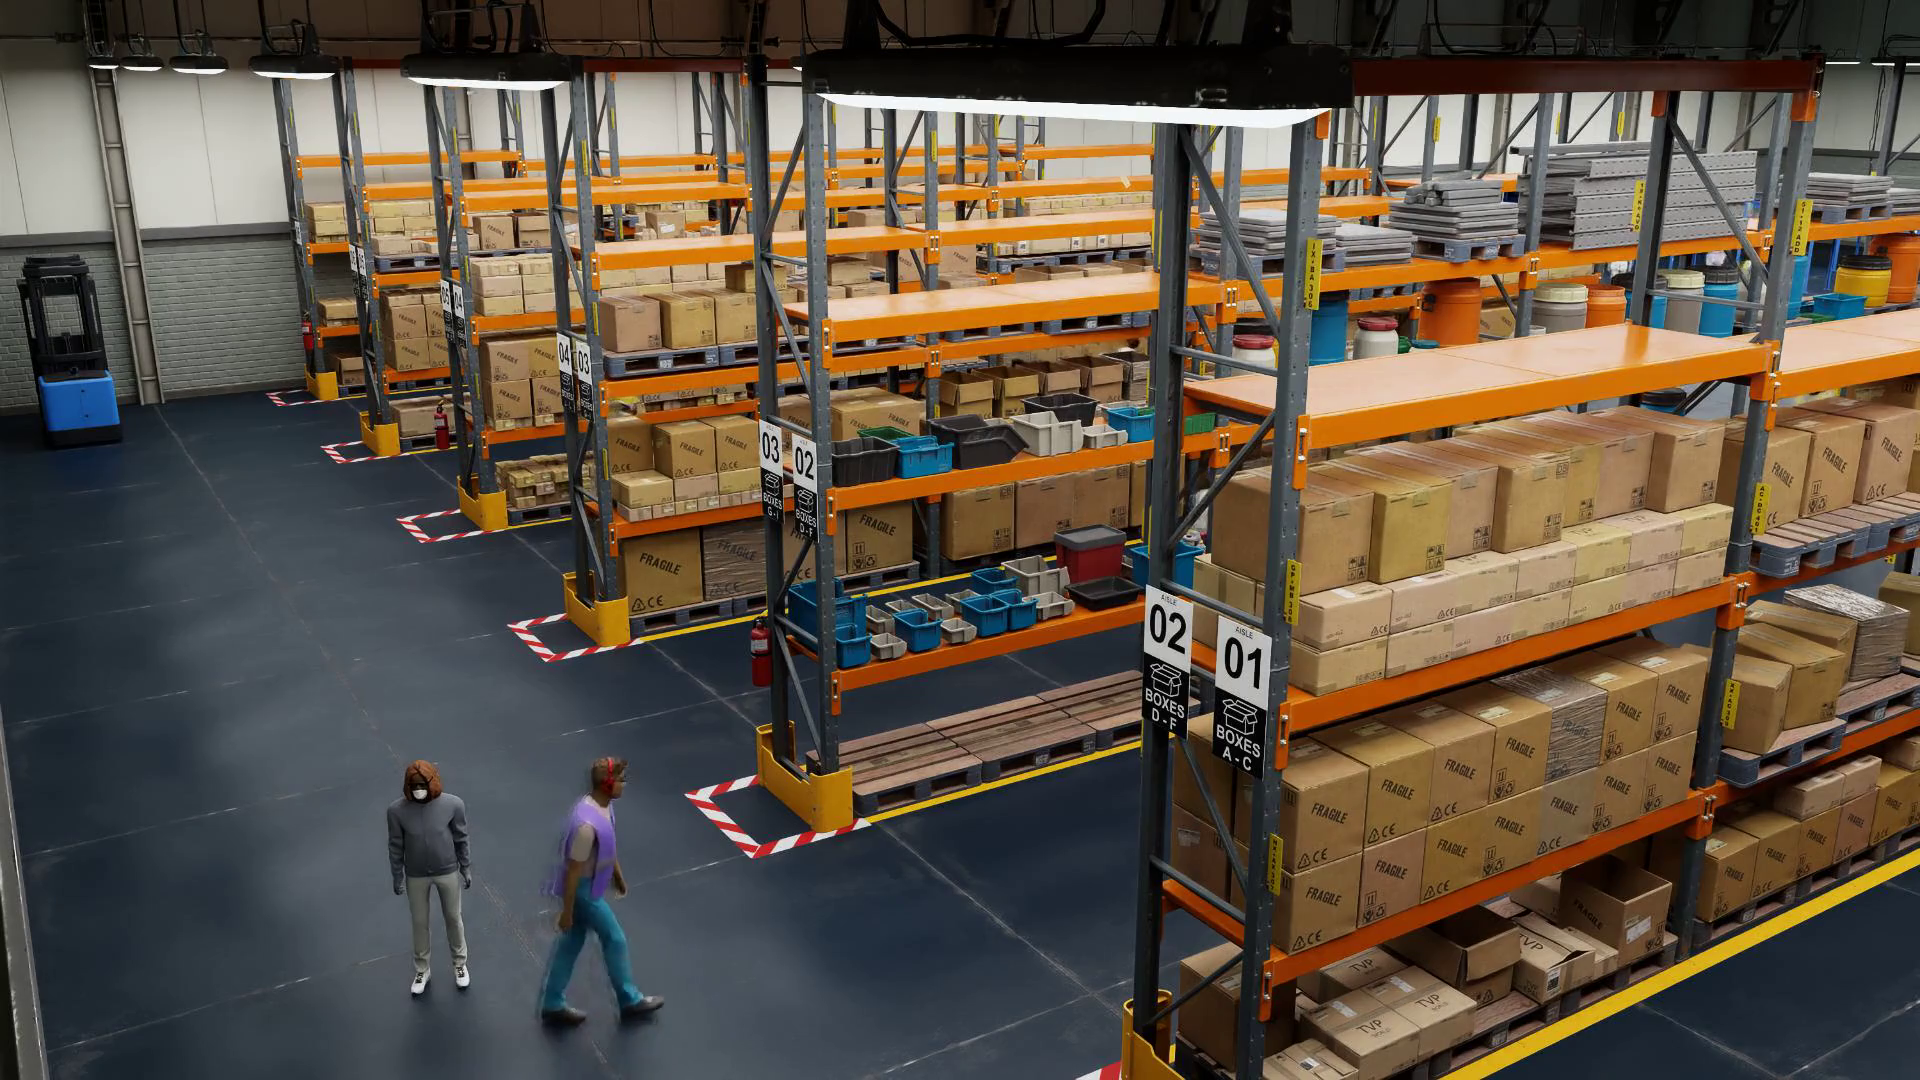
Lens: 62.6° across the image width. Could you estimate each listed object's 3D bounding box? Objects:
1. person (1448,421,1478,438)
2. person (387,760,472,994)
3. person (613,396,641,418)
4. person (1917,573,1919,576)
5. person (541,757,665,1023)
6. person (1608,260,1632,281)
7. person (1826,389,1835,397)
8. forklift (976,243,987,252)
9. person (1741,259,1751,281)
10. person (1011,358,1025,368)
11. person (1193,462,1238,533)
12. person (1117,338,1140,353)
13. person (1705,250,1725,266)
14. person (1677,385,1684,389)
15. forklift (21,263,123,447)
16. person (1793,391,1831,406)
[{"bbox_3d":[7.070,-1.511,22.221,0.329,1.864,0.529,-9,19,-28],"label":"person"},{"bbox_3d":[-3.485,2.205,10.413,0.507,1.632,0.272,-4,17,-13],"label":"person"},{"bbox_3d":[-4.447,-1.114,21.022,0.854,1.802,0.602,-13,21,-36],"label":"person"},{"bbox_3d":[11.685,-0.454,18.724,1.017,1.886,0.559,-12,20,-33],"label":"person"},{"bbox_3d":[-2.310,2.239,10.054,0.895,1.774,0.573,-3,17,-11],"label":"person"},{"bbox_3d":[16.555,-6.856,39.644,0.550,1.919,0.644,4,17,13],"label":"person"},{"bbox_3d":[13.354,-2.054,23.913,0.557,1.907,0.652,6,18,18],"label":"person"},{"bbox_3d":[0.988,-5.474,34.718,1.214,2.155,2.313,-10,20,-31],"label":"forklift"},{"bbox_3d":[18.146,-5.735,36.120,0.536,1.825,0.657,1,17,2],"label":"person"},{"bbox_3d":[0.896,-1.902,23.822,0.427,1.712,0.558,-1,17,-3],"label":"person"},{"bbox_3d":[2.671,0.111,16.781,0.599,1.926,0.629,-11,20,-32],"label":"person"},{"bbox_3d":[2.639,-2.424,25.204,0.669,1.866,0.592,-11,20,-32],"label":"person"},{"bbox_3d":[19.632,-7.273,41.082,1.014,1.880,0.559,-13,21,-37],"label":"person"},{"bbox_3d":[12.099,-2.960,26.739,0.622,1.992,0.395,16,23,42],"label":"person"},{"bbox_3d":[-14.518,-3.079,25.708,1.129,2.768,1.873,-10,20,-31],"label":"forklift"},{"bbox_3d":[11.907,-1.462,22.133,0.784,1.817,0.635,-6,18,-18],"label":"person"}]
